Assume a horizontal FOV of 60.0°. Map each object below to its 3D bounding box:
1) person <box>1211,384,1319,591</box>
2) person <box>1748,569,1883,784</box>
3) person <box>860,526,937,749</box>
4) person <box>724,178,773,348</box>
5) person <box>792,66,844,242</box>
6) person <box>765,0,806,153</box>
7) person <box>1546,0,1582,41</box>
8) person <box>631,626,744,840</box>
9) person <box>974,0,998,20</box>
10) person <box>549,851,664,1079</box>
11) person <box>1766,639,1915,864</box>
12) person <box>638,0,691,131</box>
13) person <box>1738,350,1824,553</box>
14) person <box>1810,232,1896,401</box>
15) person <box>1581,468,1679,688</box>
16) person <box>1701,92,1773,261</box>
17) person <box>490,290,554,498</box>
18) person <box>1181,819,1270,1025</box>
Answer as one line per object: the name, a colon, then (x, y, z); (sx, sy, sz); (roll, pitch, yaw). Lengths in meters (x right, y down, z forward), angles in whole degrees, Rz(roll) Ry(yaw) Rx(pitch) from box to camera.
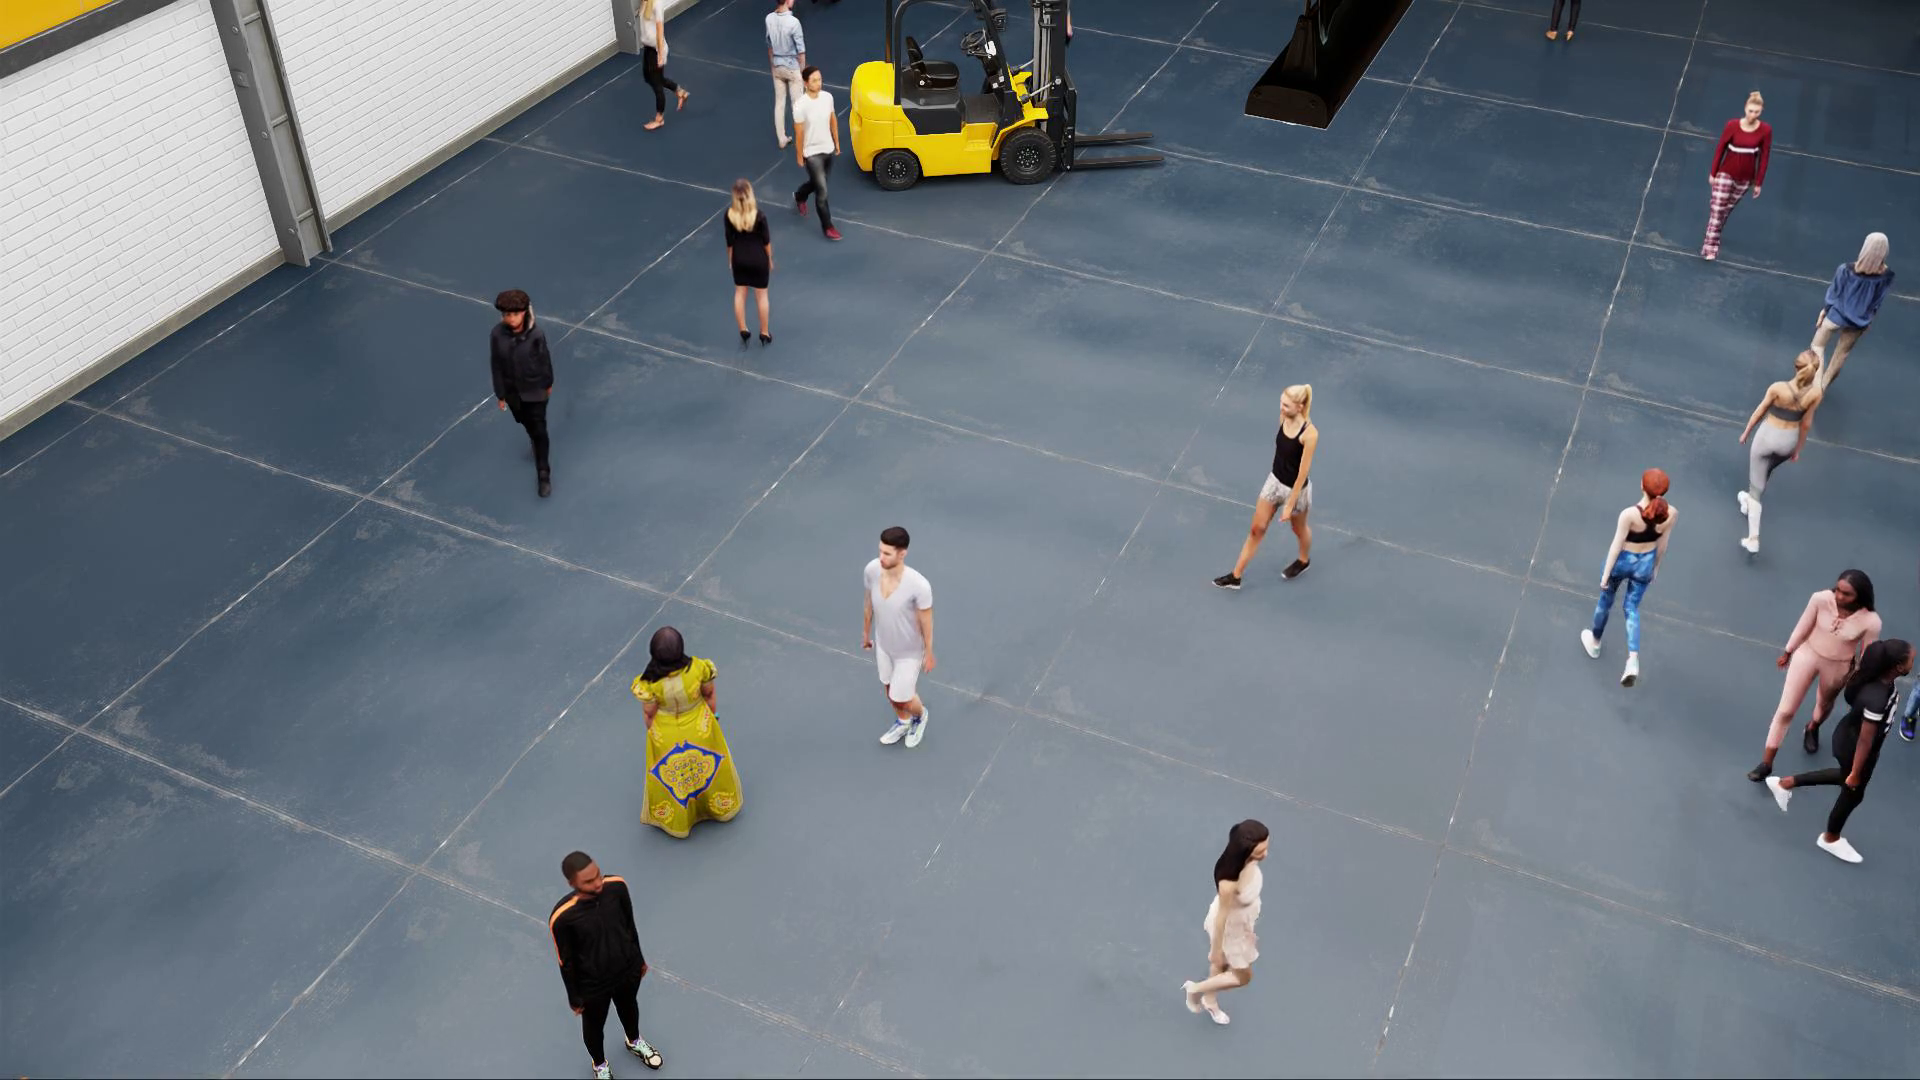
person: (2.546, -0.408, 12.474); (1.208, 1.795, 1.032); (-21, 43, -24)
person: (5.727, 0.826, 11.029); (0.891, 1.669, 1.173); (24, 44, 27)
person: (-0.339, 0.627, 11.140); (0.778, 1.842, 0.741); (26, 46, 29)
person: (-1.914, -2.522, 15.217); (0.599, 1.674, 0.566); (6, 39, 7)
person: (-1.507, -3.993, 16.986); (0.961, 1.775, 1.118); (31, 48, 33)
person: (-1.921, -5.230, 18.470); (0.665, 1.846, 0.581); (21, 43, 24)
person: (7.759, -7.158, 21.039); (0.824, 1.652, 0.866); (3, 39, 4)
person: (-1.768, 1.202, 10.574); (0.987, 1.660, 1.054); (-14, 41, -17)
person: (0.357, -7.674, 21.584); (0.777, 1.779, 0.654); (-5, 39, -7)
person: (-1.935, 2.323, 9.043); (0.612, 1.807, 0.762); (-29, 47, -31)
person: (5.539, 1.281, 10.425); (0.777, 1.712, 0.905); (24, 44, 27)
person: (-3.389, -5.594, 18.954); (0.990, 1.811, 0.869); (-23, 44, -26)
person: (6.320, -0.672, 12.910); (0.759, 1.662, 1.167); (7, 39, 9)
person: (7.681, -1.866, 14.393); (0.716, 1.687, 0.902); (9, 39, 11)
person: (4.717, 0.282, 11.639); (0.840, 1.769, 1.084); (0, 39, 0)
person: (7.765, -3.672, 16.669); (0.779, 1.658, 1.096); (8, 39, 10)
person: (-3.571, -1.295, 13.615); (0.963, 1.757, 1.202); (-2, 39, -2)
person: (1.434, 2.131, 9.349); (0.628, 1.726, 0.569); (17, 42, 20)
